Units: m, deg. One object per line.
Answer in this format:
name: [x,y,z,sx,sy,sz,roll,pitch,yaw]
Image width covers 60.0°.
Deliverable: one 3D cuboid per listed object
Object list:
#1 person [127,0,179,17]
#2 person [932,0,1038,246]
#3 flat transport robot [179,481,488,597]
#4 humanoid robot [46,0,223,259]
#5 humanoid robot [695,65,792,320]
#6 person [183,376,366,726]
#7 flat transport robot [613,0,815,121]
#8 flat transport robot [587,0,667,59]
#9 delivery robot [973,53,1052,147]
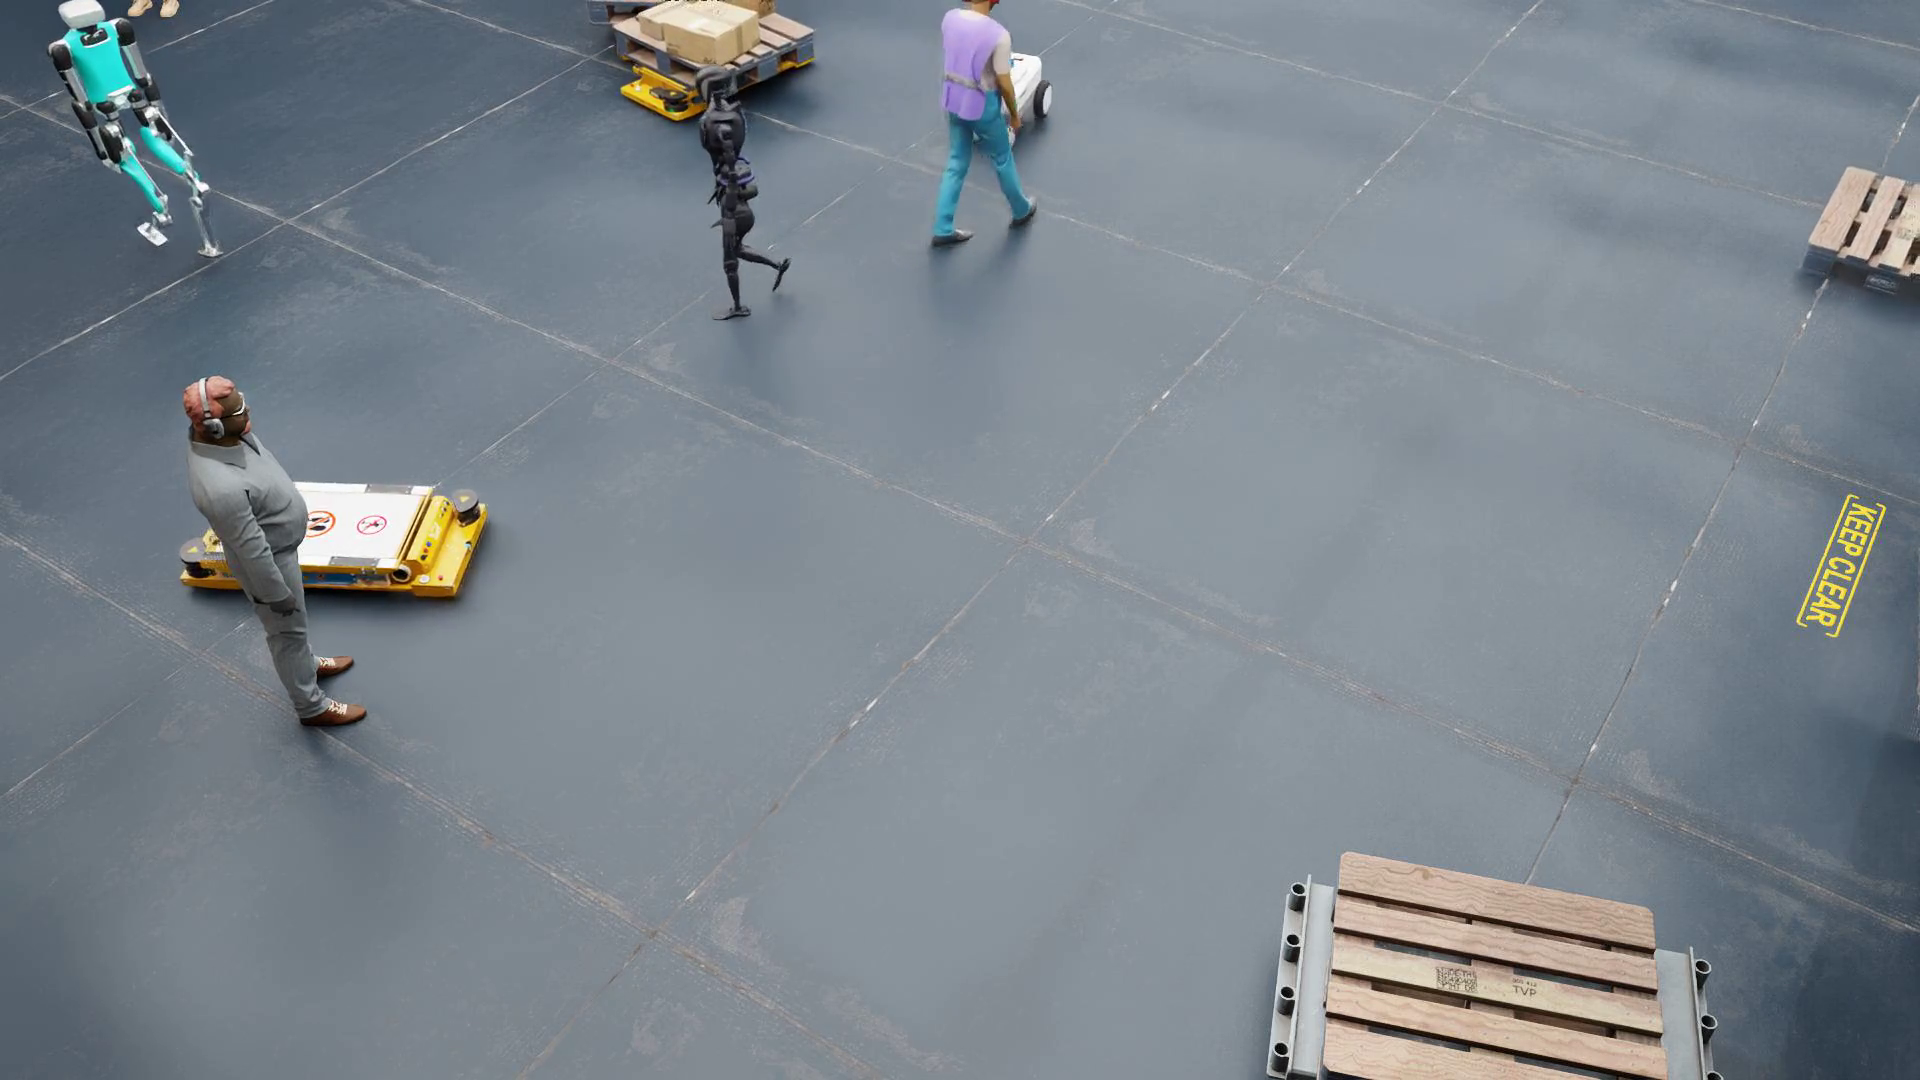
person: [-6.707,-5.063,13.336,0.494,1.744,0.301,3,42,3]
person: [0.124,-2.793,10.766,0.591,1.785,0.846,31,50,30]
flat transport robot: [-3.299,-0.007,8.787,1.431,0.231,0.659,2,42,2]
humanoid robot: [-5.105,-2.474,10.480,1.022,1.761,0.540,29,49,28]
humanoid robot: [-1.308,-2.096,10.079,0.564,1.640,0.588,-11,43,-12]
person: [-3.101,0.058,7.487,0.414,1.908,0.641,-16,44,-17]
flat transport robot: [-1.866,-3.659,12.874,0.659,0.231,1.431,31,50,30]
flat transport robot: [-2.307,-4.310,13.602,0.659,0.231,1.431,2,42,2]
delivery robot: [0.354,-3.295,12.264,0.499,0.611,0.792,14,44,15]
